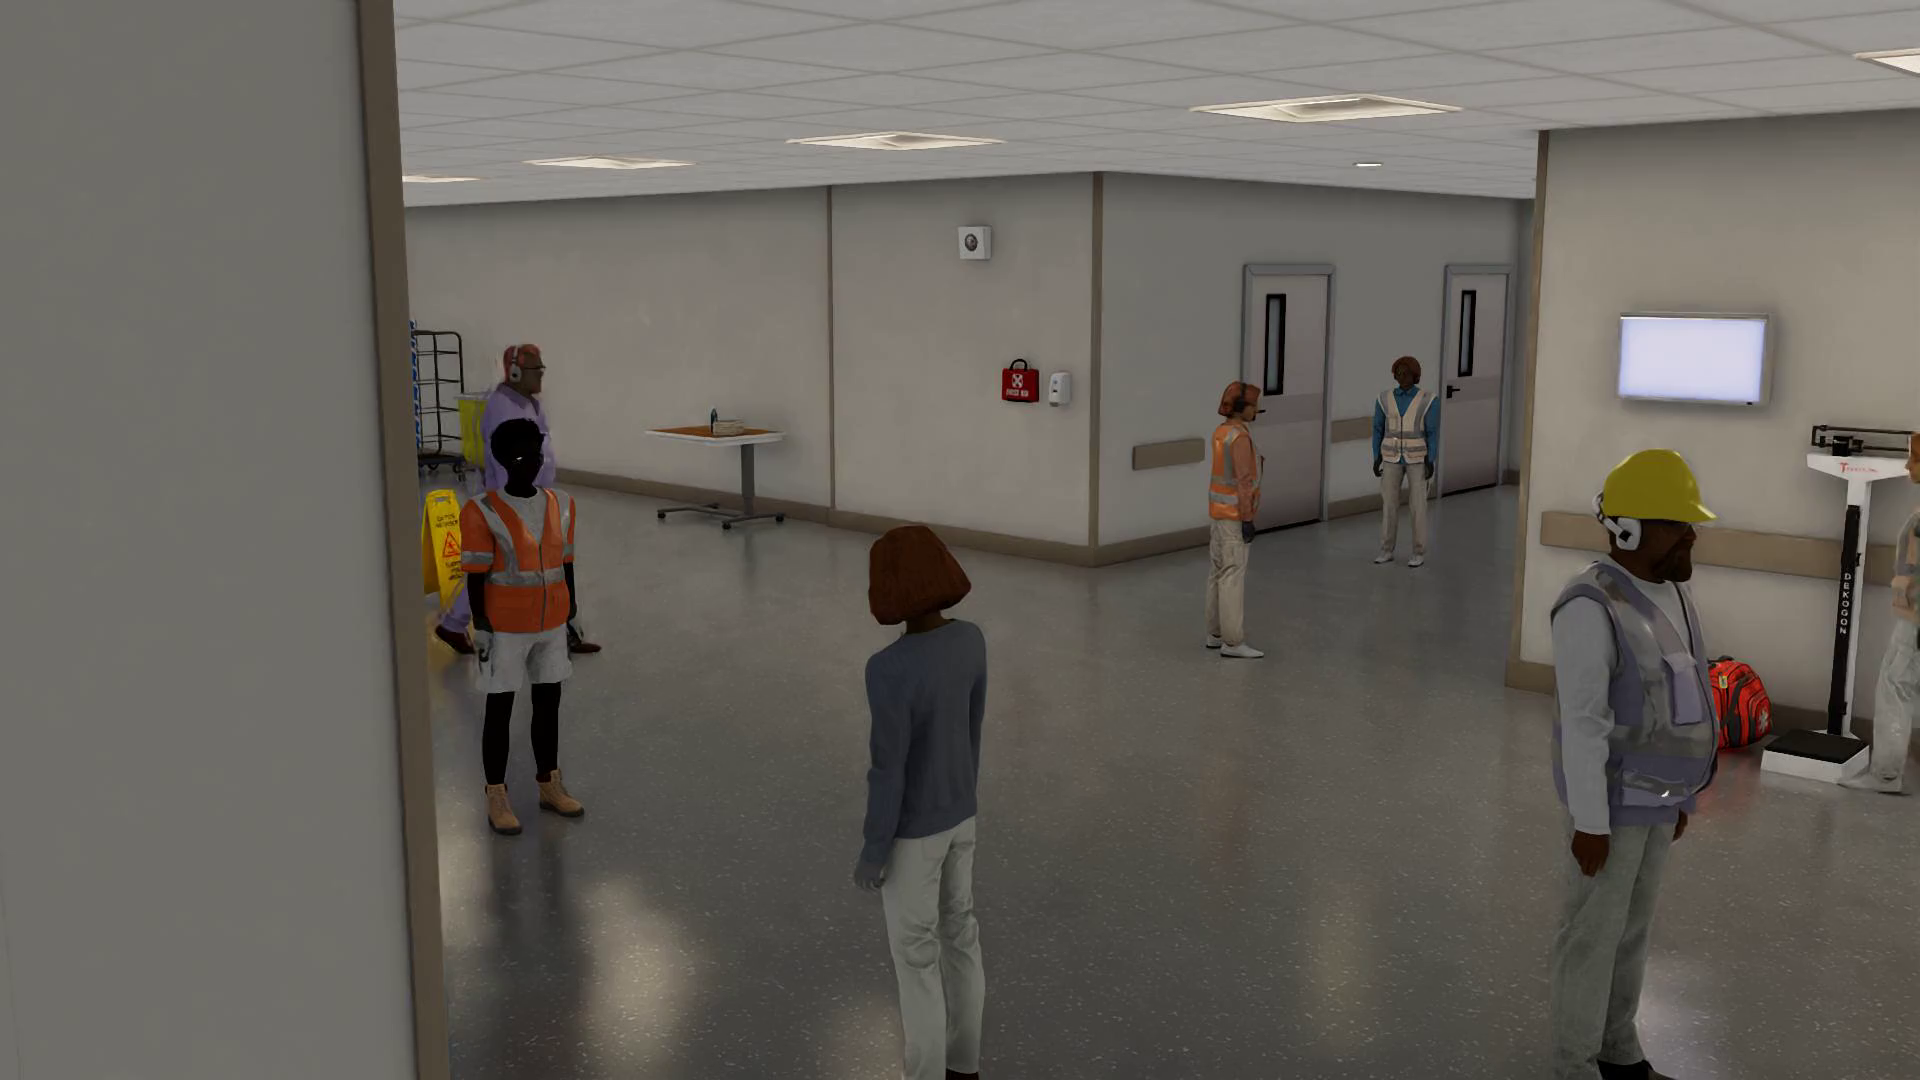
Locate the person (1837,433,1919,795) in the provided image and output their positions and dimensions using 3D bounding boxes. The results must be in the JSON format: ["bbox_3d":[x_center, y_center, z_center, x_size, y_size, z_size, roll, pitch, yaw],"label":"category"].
[{"bbox_3d":[4.231,0.339,7.136,0.632,1.614,0.519,8,12,40],"label":"person"}]

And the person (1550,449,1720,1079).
[{"bbox_3d":[1.793,0.670,4.438,0.404,1.833,0.589,9,13,43],"label":"person"}]

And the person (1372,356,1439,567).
[{"bbox_3d":[3.446,-0.607,12.897,0.509,1.629,0.315,5,11,30],"label":"person"}]

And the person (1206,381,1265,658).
[{"bbox_3d":[1.630,-0.124,9.901,0.310,1.639,0.514,-1,9,-9],"label":"person"}]

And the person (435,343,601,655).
[{"bbox_3d":[-2.674,-0.226,9.834,0.926,1.872,0.653,1,9,6],"label":"person"}]

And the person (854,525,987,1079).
[{"bbox_3d":[-0.103,0.769,4.446,0.288,1.633,0.497,6,11,30],"label":"person"}]

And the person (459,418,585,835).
[{"bbox_3d":[-1.792,0.344,6.854,0.318,1.697,0.534,9,13,43],"label":"person"}]
